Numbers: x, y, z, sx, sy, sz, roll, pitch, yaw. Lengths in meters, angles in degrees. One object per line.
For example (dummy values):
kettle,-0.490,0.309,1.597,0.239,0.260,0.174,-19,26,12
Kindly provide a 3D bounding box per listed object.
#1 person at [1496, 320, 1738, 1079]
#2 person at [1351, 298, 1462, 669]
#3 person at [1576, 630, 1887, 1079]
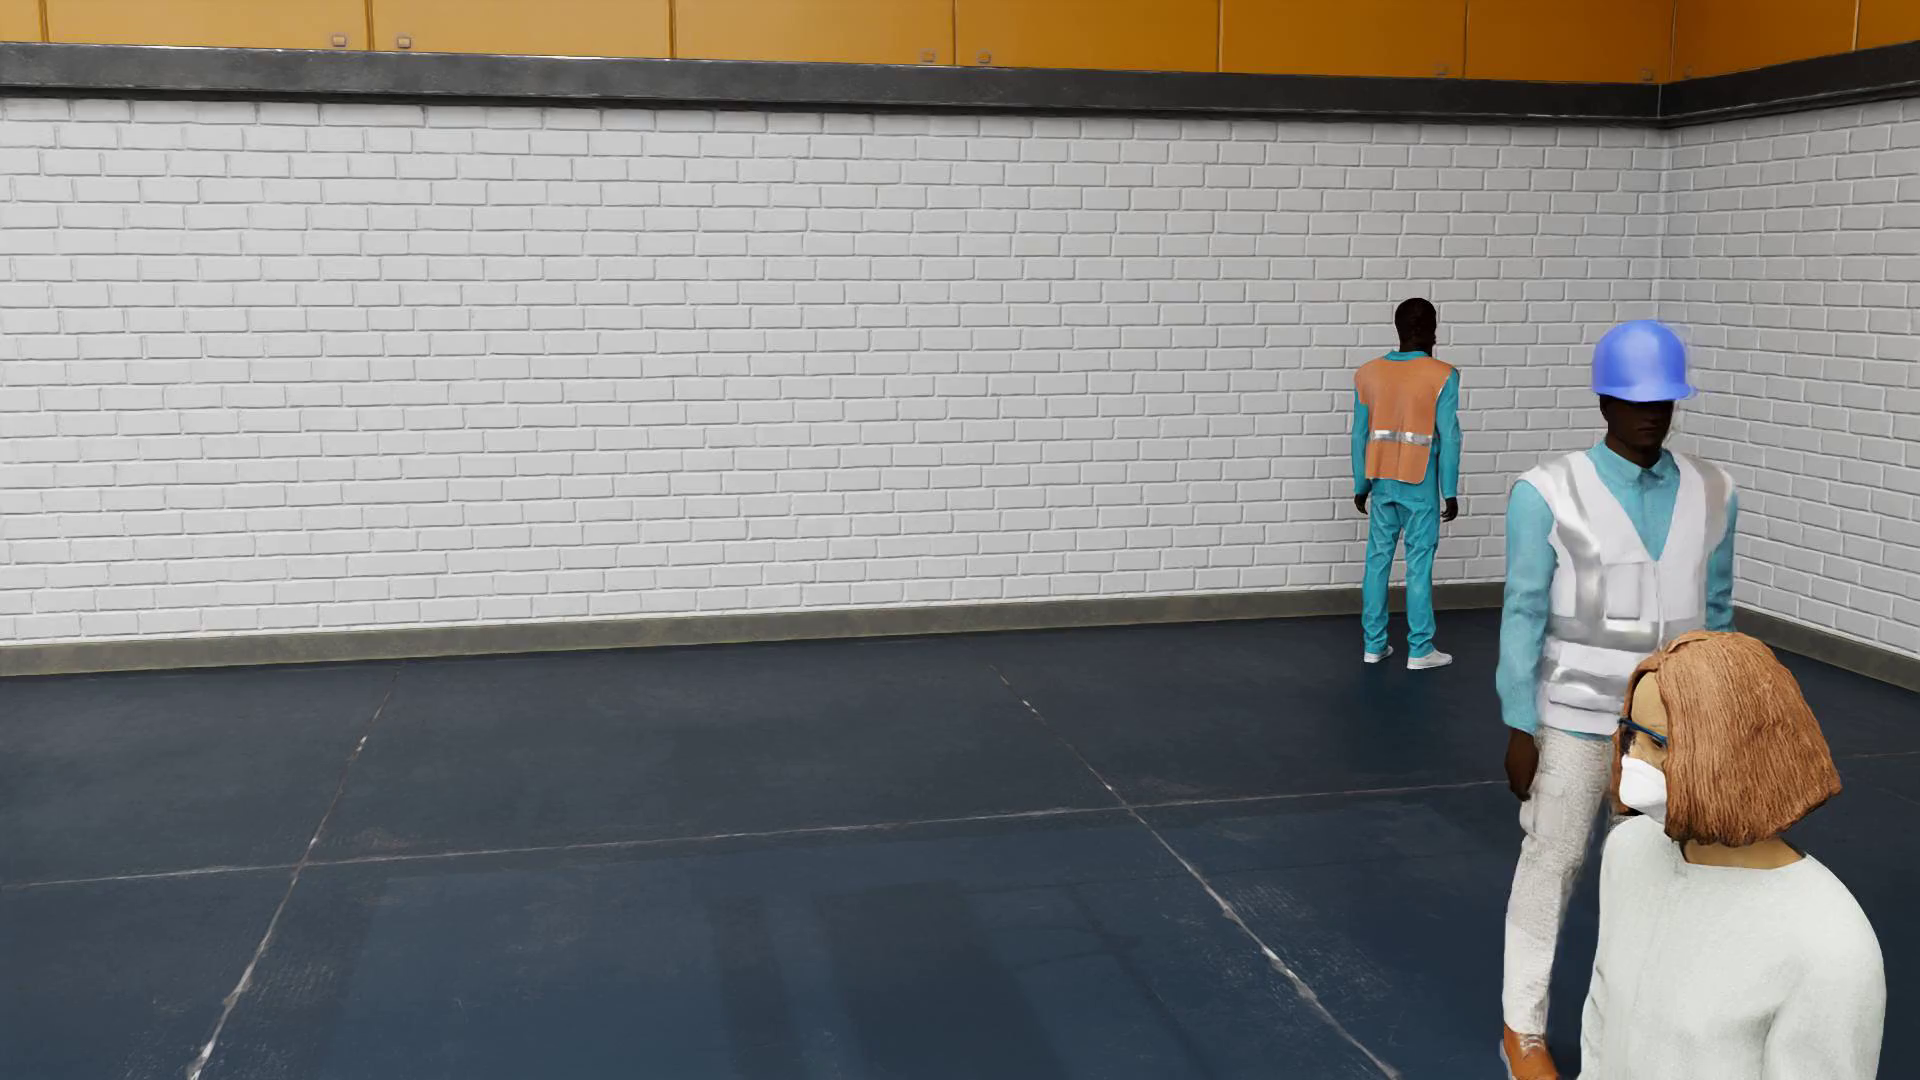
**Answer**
person,1.642,0.430,4.168,0.629,1.941,0.401,-1,9,-9
person,2.300,-0.288,8.622,0.588,1.915,0.398,9,13,43
person,0.944,0.917,2.149,0.290,1.627,0.504,-2,9,-10
